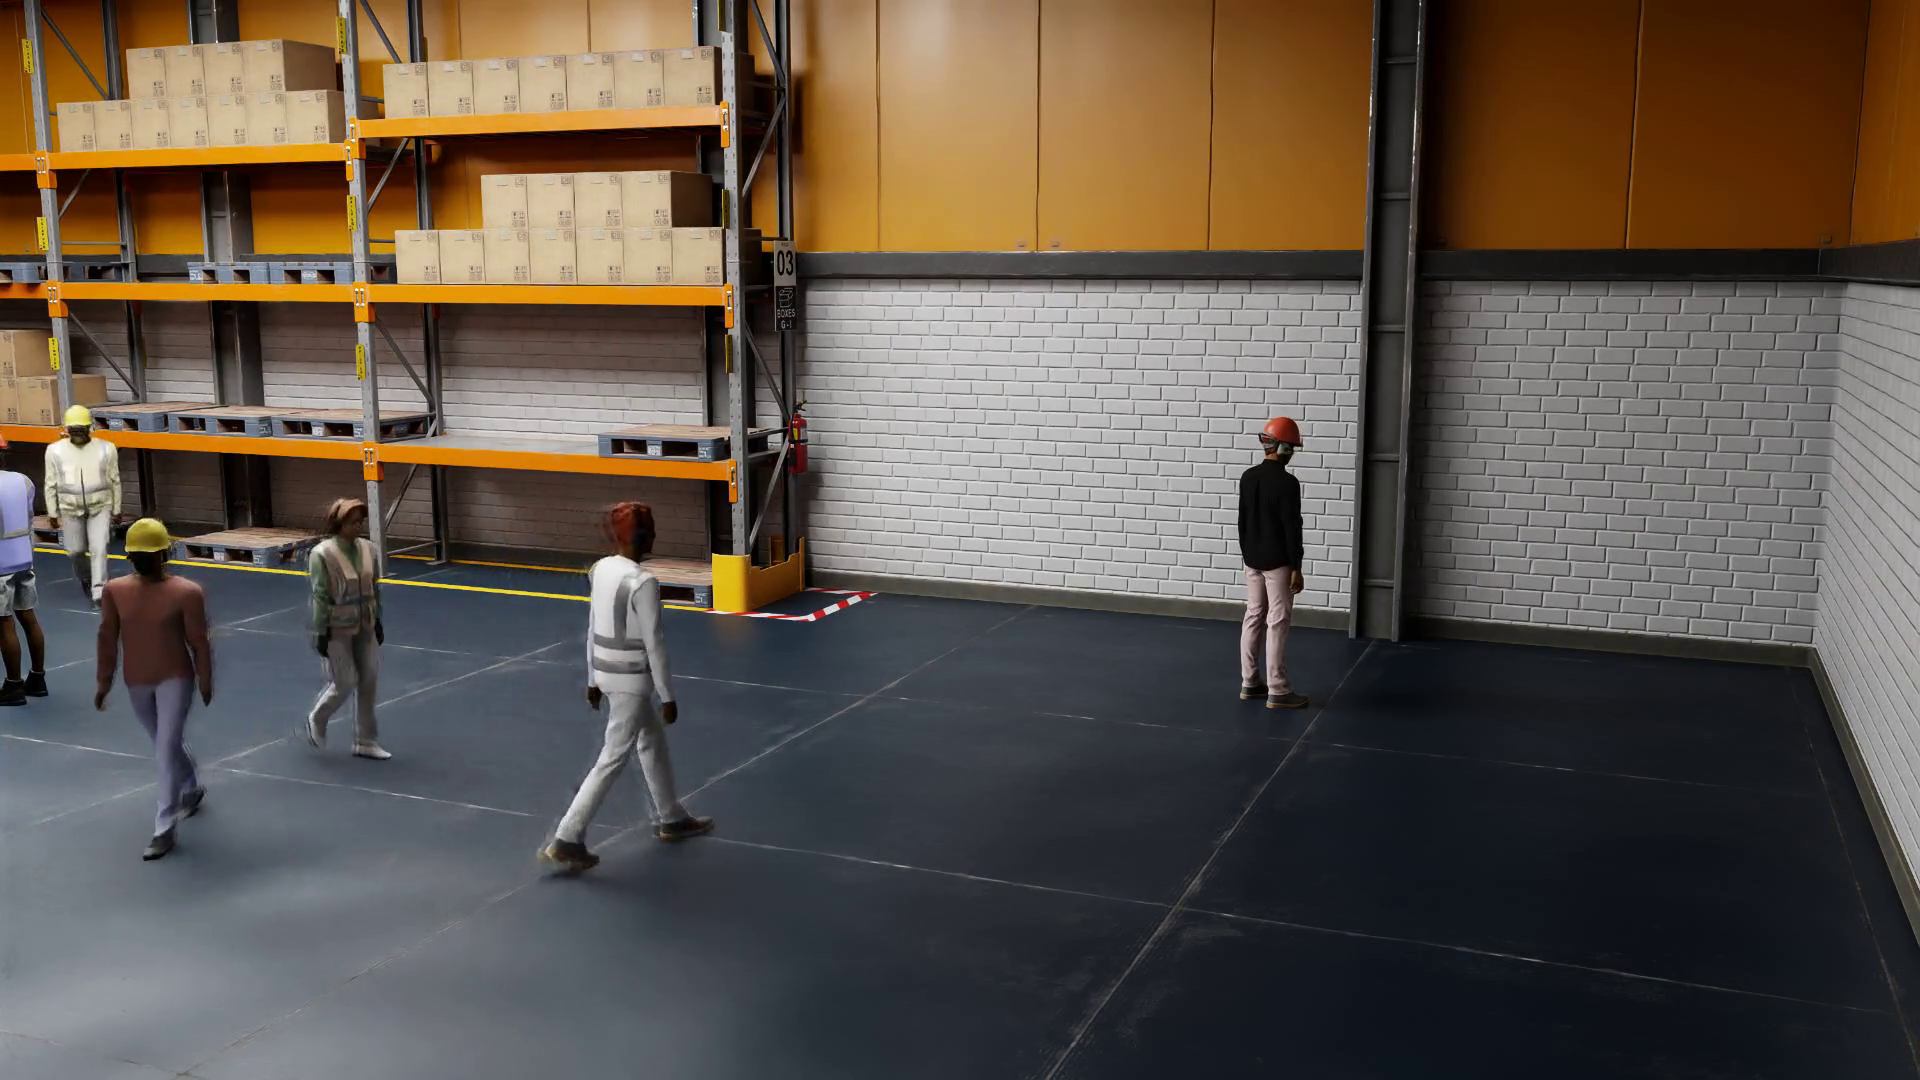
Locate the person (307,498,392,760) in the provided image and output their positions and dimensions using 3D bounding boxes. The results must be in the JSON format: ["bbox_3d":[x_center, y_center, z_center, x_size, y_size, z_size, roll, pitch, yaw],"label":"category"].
[{"bbox_3d":[-3.736,0.541,10.098,0.449,1.621,0.526,5,11,27],"label":"person"}]

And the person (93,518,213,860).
[{"bbox_3d":[-4.193,0.717,8.750,0.527,1.725,0.881,0,9,3],"label":"person"}]

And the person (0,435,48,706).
[{"bbox_3d":[-6.574,0.179,11.394,0.385,1.928,0.547,2,10,10],"label":"person"}]

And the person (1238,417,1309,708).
[{"bbox_3d":[2.151,0.151,11.394,0.392,1.986,0.610,-5,11,-28],"label":"person"}]

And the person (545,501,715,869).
[{"bbox_3d":[-1.714,0.720,8.419,0.979,1.842,0.595,-7,12,-36],"label":"person"}]

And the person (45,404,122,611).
[{"bbox_3d":[-7.726,-0.305,14.692,0.602,1.808,0.723,-4,10,-23],"label":"person"}]
